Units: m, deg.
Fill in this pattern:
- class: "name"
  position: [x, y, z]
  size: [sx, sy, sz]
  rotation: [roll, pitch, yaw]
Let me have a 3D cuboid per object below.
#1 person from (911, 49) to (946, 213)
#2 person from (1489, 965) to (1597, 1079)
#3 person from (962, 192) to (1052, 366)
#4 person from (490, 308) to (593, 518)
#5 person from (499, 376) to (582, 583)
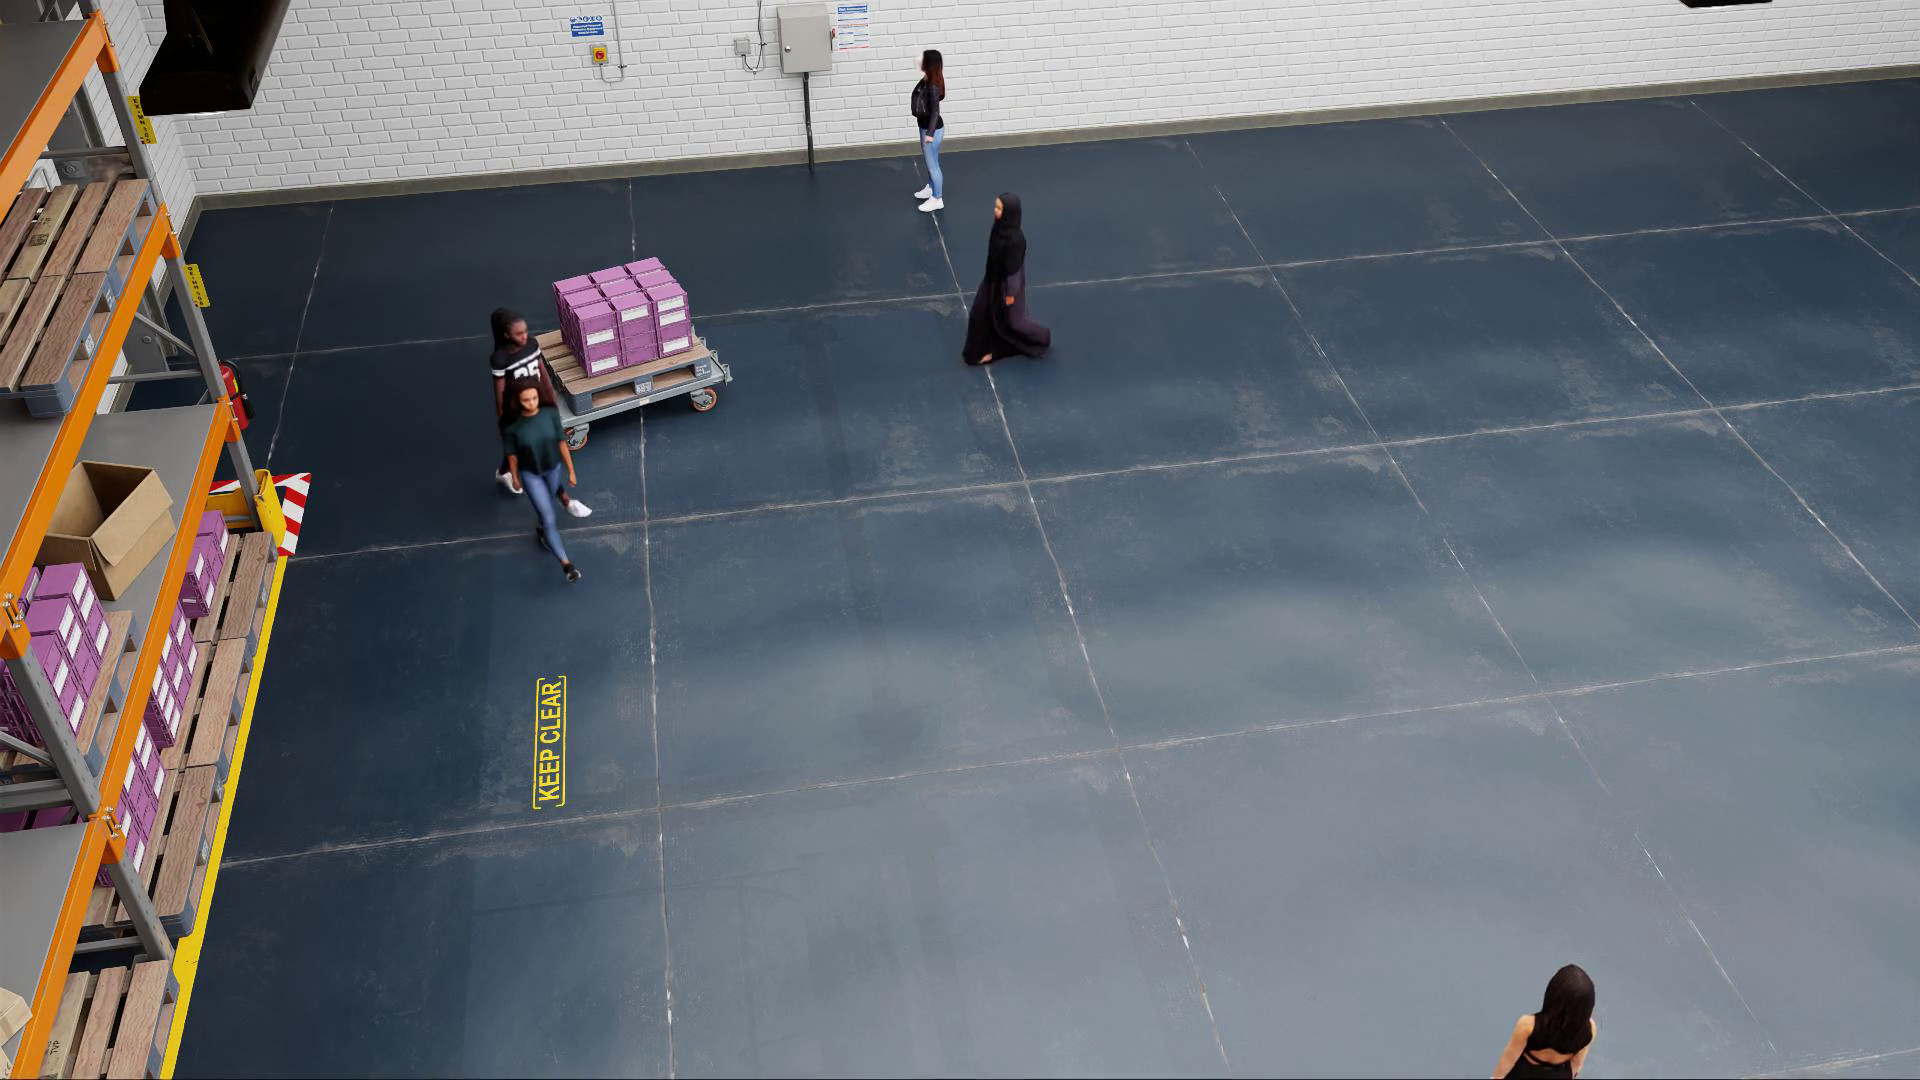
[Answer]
- class: "person"
  position: [-0.295, -4.081, 16.492]
  size: [0.694, 1.632, 0.497]
  rotation: [-5, 39, -6]
- class: "person"
  position: [2.780, 2.701, 7.997]
  size: [0.633, 1.635, 0.777]
  rotation: [-1, 39, -2]
- class: "person"
  position: [0.454, -2.210, 14.177]
  size: [0.818, 1.596, 1.027]
  rotation: [-14, 41, -17]
- class: "person"
  position: [-3.353, -0.987, 12.575]
  size: [1.174, 1.684, 1.201]
  rotation: [20, 43, 23]
- class: "person"
  position: [-3.070, -0.528, 12.089]
  size: [0.891, 1.574, 1.149]
  rotation: [-23, 44, -26]
